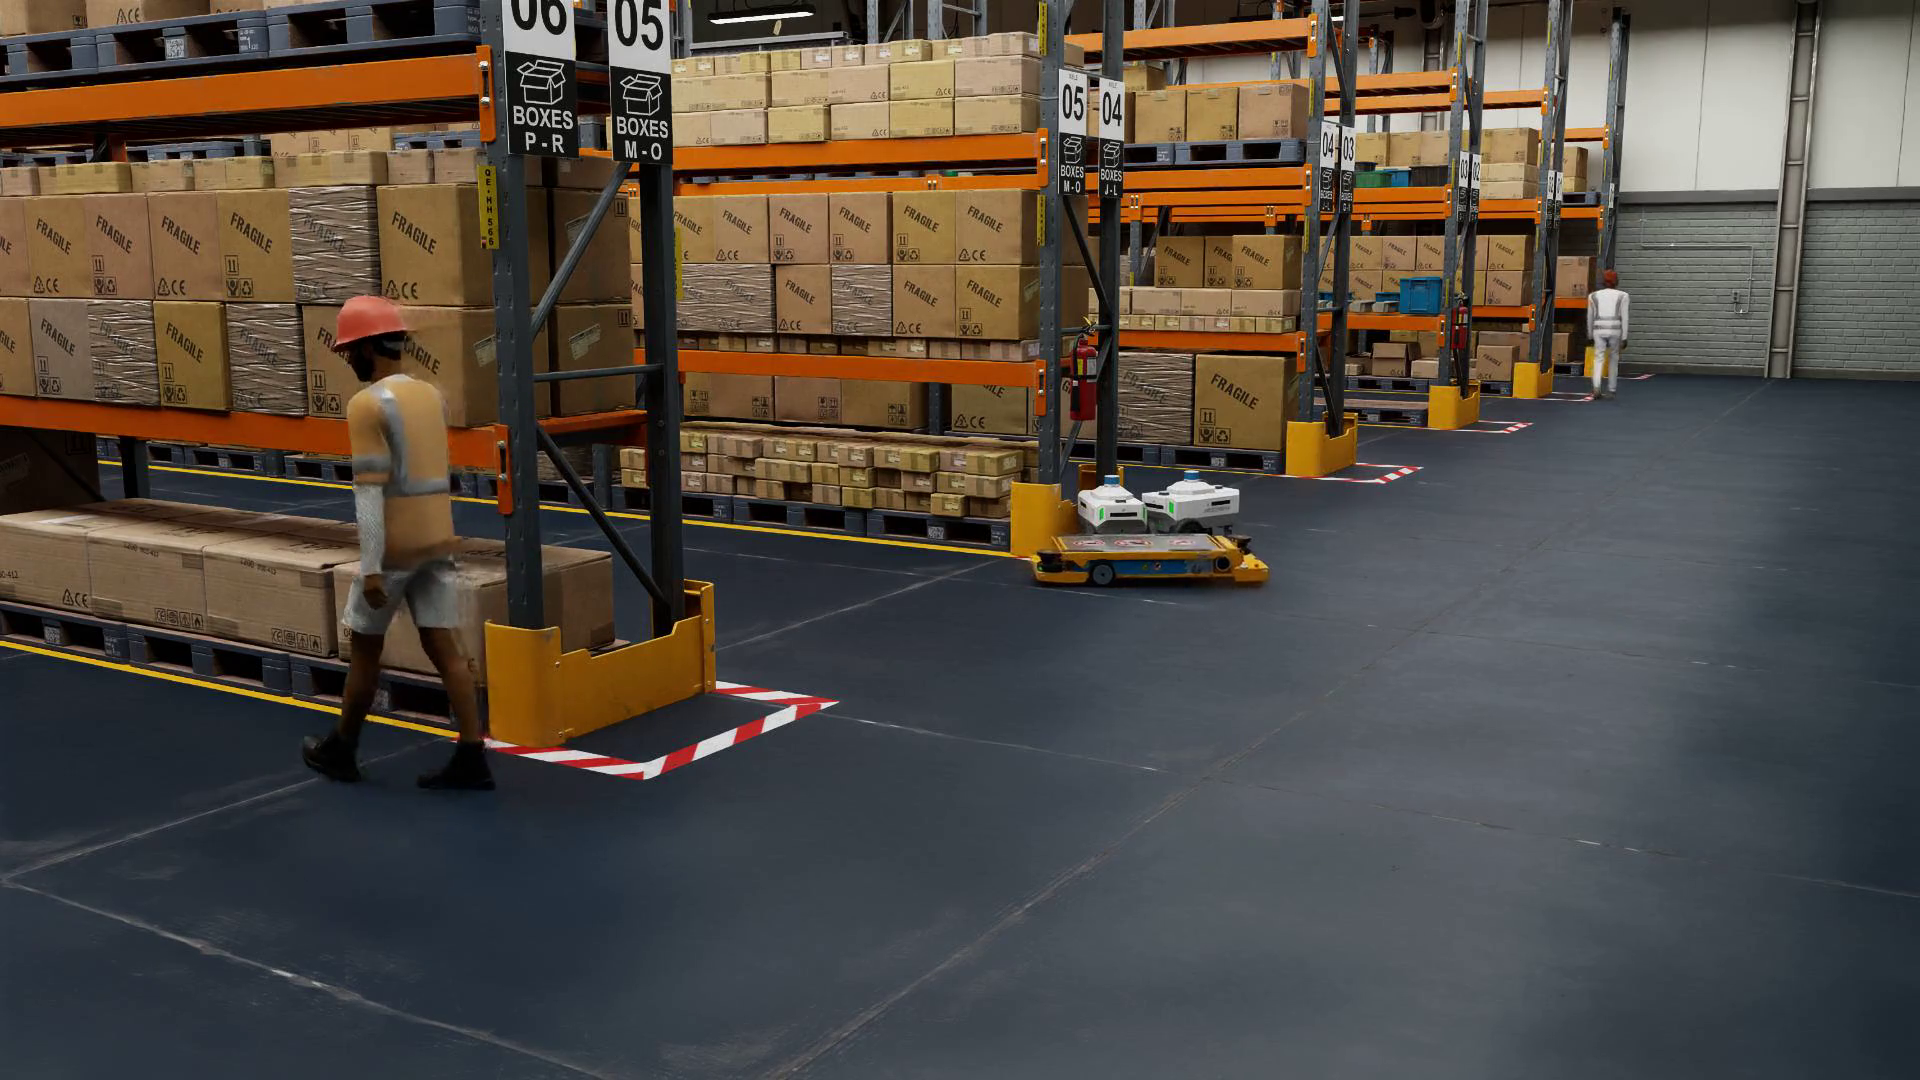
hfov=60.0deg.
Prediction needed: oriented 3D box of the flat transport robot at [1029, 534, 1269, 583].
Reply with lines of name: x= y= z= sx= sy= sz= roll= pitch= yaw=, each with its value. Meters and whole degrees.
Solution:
flat transport robot: x=1.177 y=0.109 z=10.520 sx=1.431 sy=0.197 sz=0.652 roll=0 pitch=10 yaw=-3

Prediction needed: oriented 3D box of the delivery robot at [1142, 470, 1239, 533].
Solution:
delivery robot: x=1.588 y=-0.235 z=11.431 sx=0.707 sy=0.478 sz=0.477 roll=-7 pitch=12 yaw=-37

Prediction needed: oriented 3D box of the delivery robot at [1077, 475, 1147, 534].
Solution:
delivery robot: x=1.018 y=-0.194 z=11.190 sx=0.477 sy=0.478 sz=0.707 roll=-1 pitch=10 yaw=-8

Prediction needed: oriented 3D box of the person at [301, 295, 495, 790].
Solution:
person: x=-2.161 y=0.020 z=6.347 sx=0.867 sy=1.879 sz=0.573 roll=4 pitch=10 yaw=21

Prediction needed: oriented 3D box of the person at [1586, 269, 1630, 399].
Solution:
person: x=9.203 y=-2.926 z=23.697 sx=0.578 sy=1.847 sz=0.896 roll=5 pitch=11 yaw=27
